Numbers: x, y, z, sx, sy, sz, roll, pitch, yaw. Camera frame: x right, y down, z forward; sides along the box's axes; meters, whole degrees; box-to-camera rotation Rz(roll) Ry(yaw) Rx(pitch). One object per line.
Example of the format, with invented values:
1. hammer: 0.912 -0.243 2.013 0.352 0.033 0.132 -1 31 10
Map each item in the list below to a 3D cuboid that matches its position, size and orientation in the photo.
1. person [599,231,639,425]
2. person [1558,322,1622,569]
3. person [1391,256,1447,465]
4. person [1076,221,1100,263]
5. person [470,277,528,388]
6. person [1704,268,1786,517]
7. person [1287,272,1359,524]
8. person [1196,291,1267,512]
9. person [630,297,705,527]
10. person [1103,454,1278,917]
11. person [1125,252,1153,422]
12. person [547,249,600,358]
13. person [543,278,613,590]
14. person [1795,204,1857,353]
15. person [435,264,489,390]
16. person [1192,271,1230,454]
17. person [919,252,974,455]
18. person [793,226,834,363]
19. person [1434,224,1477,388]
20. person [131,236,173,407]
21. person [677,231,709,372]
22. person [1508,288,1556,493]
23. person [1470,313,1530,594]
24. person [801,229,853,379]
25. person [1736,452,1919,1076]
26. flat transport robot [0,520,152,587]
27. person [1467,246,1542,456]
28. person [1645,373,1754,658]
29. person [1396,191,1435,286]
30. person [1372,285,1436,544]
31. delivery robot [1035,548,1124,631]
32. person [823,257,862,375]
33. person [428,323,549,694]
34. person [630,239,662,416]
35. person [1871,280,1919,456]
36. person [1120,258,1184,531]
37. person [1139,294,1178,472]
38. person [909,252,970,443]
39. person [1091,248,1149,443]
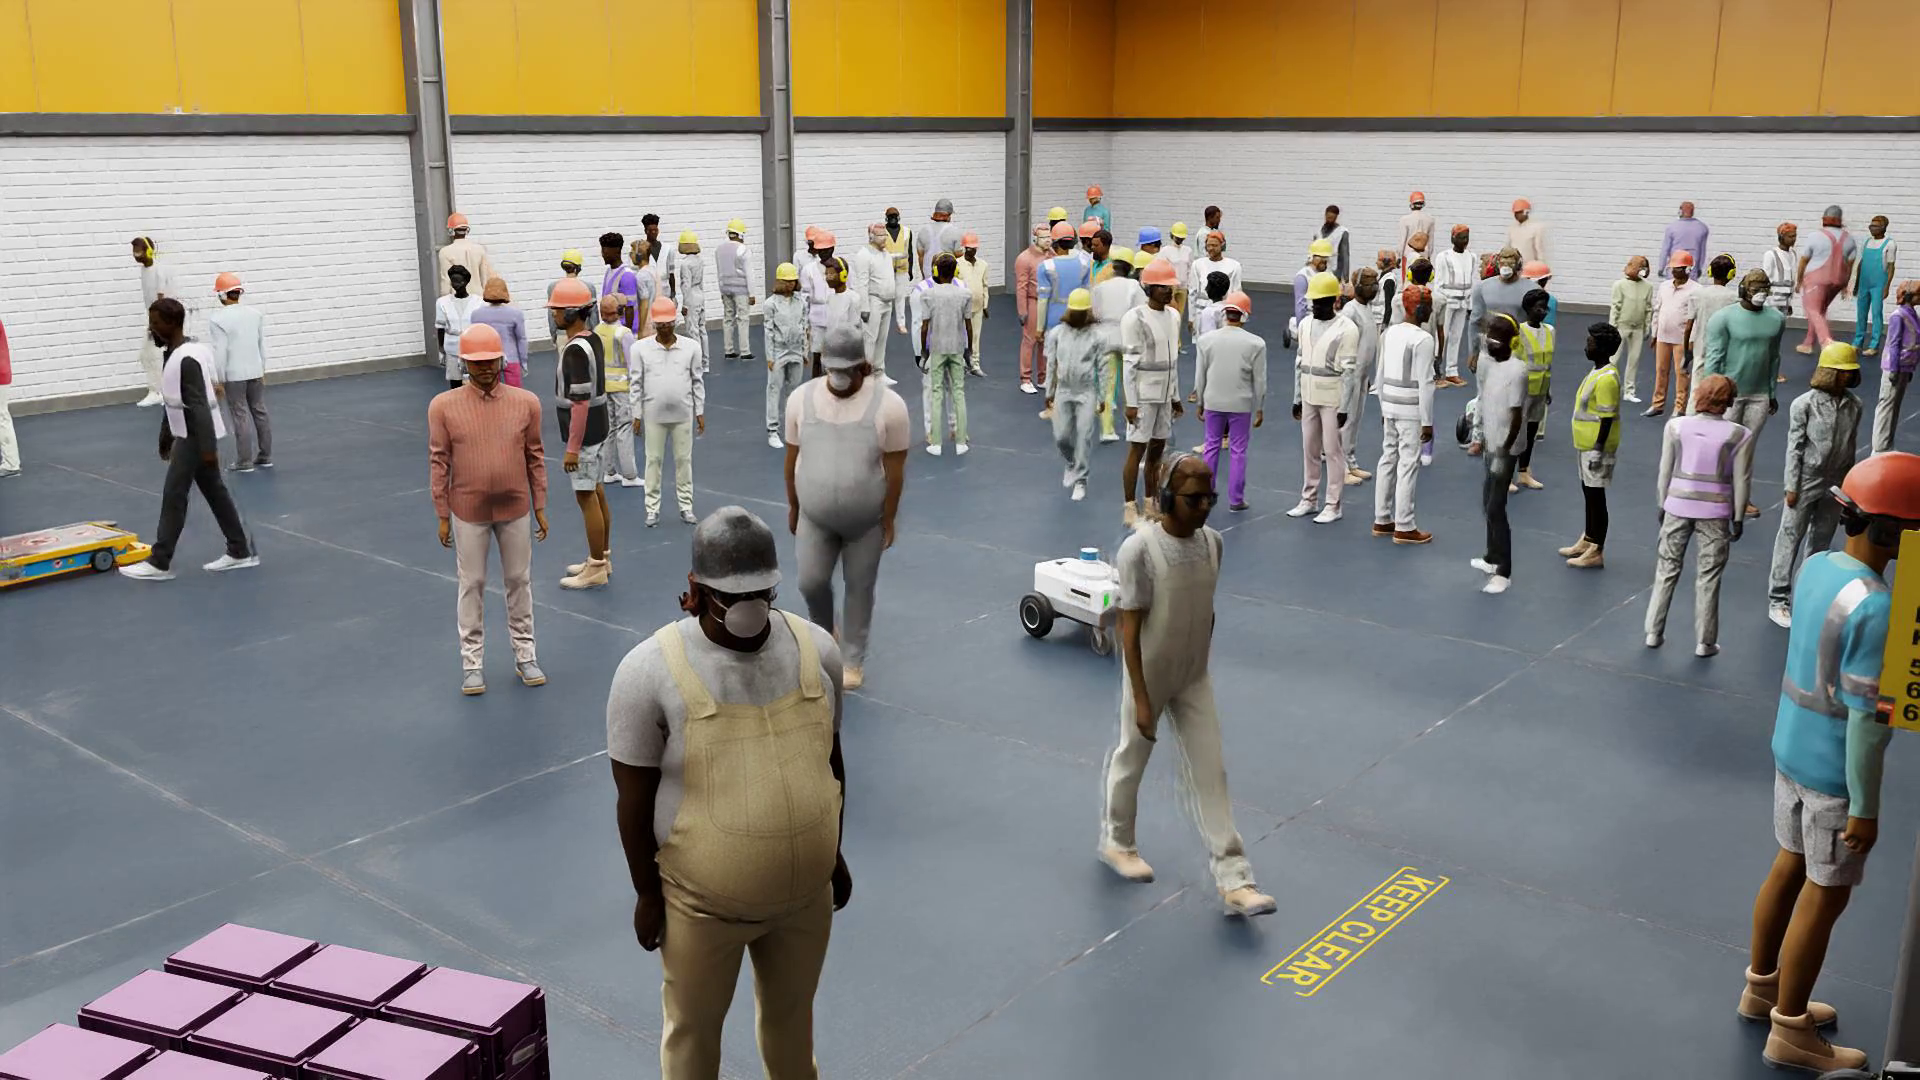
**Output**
1. person: -3.471 -2.158 16.971 0.376 1.958 0.603 -8 16 -29
2. person: 4.374 -0.652 11.477 0.316 1.696 0.540 3 14 11
3. person: 4.066 -1.592 14.880 0.519 1.873 0.335 0 14 0
4. person: 1.464 -2.666 19.035 0.360 1.938 0.545 0 14 2
5. person: -4.278 -1.630 15.514 0.497 1.633 0.283 -2 14 -8
6. person: 6.063 -1.132 12.903 0.635 1.938 0.359 -3 14 -10
7. person: 2.776 -1.090 12.775 0.397 1.920 0.586 -9 17 -32
8. person: 2.141 -1.088 13.134 0.575 1.739 0.354 6 15 24
9. person: -2.212 -0.971 12.635 0.566 1.750 0.341 -4 15 -14
10. person: 0.849 0.567 6.403 0.528 1.792 0.963 -7 16 -27
11. person: 1.849 -2.027 16.837 0.332 1.765 0.533 -3 14 -10
12. person: -3.974 -2.116 17.186 0.535 1.767 0.317 1 14 4
13. person: -2.498 -0.689 10.921 0.376 2.045 0.605 0 14 -2
14. person: 11.397 -3.431 21.883 0.683 2.000 0.872 -2 14 -8
15. person: -4.805 -1.822 16.152 0.539 1.695 0.318 -1 14 -5
16. person: 2.367 -1.641 15.429 0.316 1.696 0.541 10 17 34
17. person: -0.127 -1.715 15.374 0.515 1.872 0.328 -2 14 -7
18. person: -1.867 -3.132 21.268 0.563 1.753 0.327 -1 14 -5
19. person: 5.755 -2.723 19.378 0.575 1.882 0.360 -7 16 -25
20. person: -8.699 -2.338 17.919 0.510 1.837 0.663 9 17 33
21. person: -3.292 -2.899 20.361 0.319 1.742 0.492 4 15 15
22. person: 4.718 -1.238 13.817 0.540 1.695 0.317 -8 16 -28
23. person: 3.552 -0.608 11.070 0.366 1.835 0.742 -1 14 -2
24. person: -1.405 -2.309 17.611 0.552 1.935 0.374 1 14 3
25. person: 2.829 0.717 5.330 0.405 2.034 0.608 2 14 8
26. flat transport robot: -6.307 0.117 11.293 0.652 0.197 1.431 10 17 34
27. person: 4.965 -1.712 15.221 0.635 1.937 0.354 6 15 22
28. person: 4.260 -0.141 9.582 0.514 1.630 0.321 12 18 39
29. person: 7.100 -4.435 25.991 0.609 1.995 0.376 -4 14 -14
30. person: 3.263 -0.918 12.157 0.337 1.882 0.584 -5 15 -19
31. delivery robot: 0.763 0.290 9.838 0.477 0.478 0.707 -10 17 -35
32. person: -1.068 -1.623 15.044 0.341 1.857 0.521 -10 17 -35
33. person: -2.517 -0.169 8.945 0.612 1.995 0.382 -7 16 -25
34. person: -3.279 -2.225 17.461 0.328 1.844 0.511 2 14 9
35. person: 8.558 -1.546 15.159 0.309 1.644 0.513 12 19 41
36. person: 1.465 -1.088 12.512 0.605 2.045 0.379 -13 19 -43
37. person: 1.752 -1.390 14.554 0.286 1.634 0.500 -2 14 -8
38. person: -0.168 -1.833 15.941 0.631 1.831 0.429 -8 16 -29
39. person: 1.589 -1.893 16.153 0.666 1.836 1.023 5 15 19
